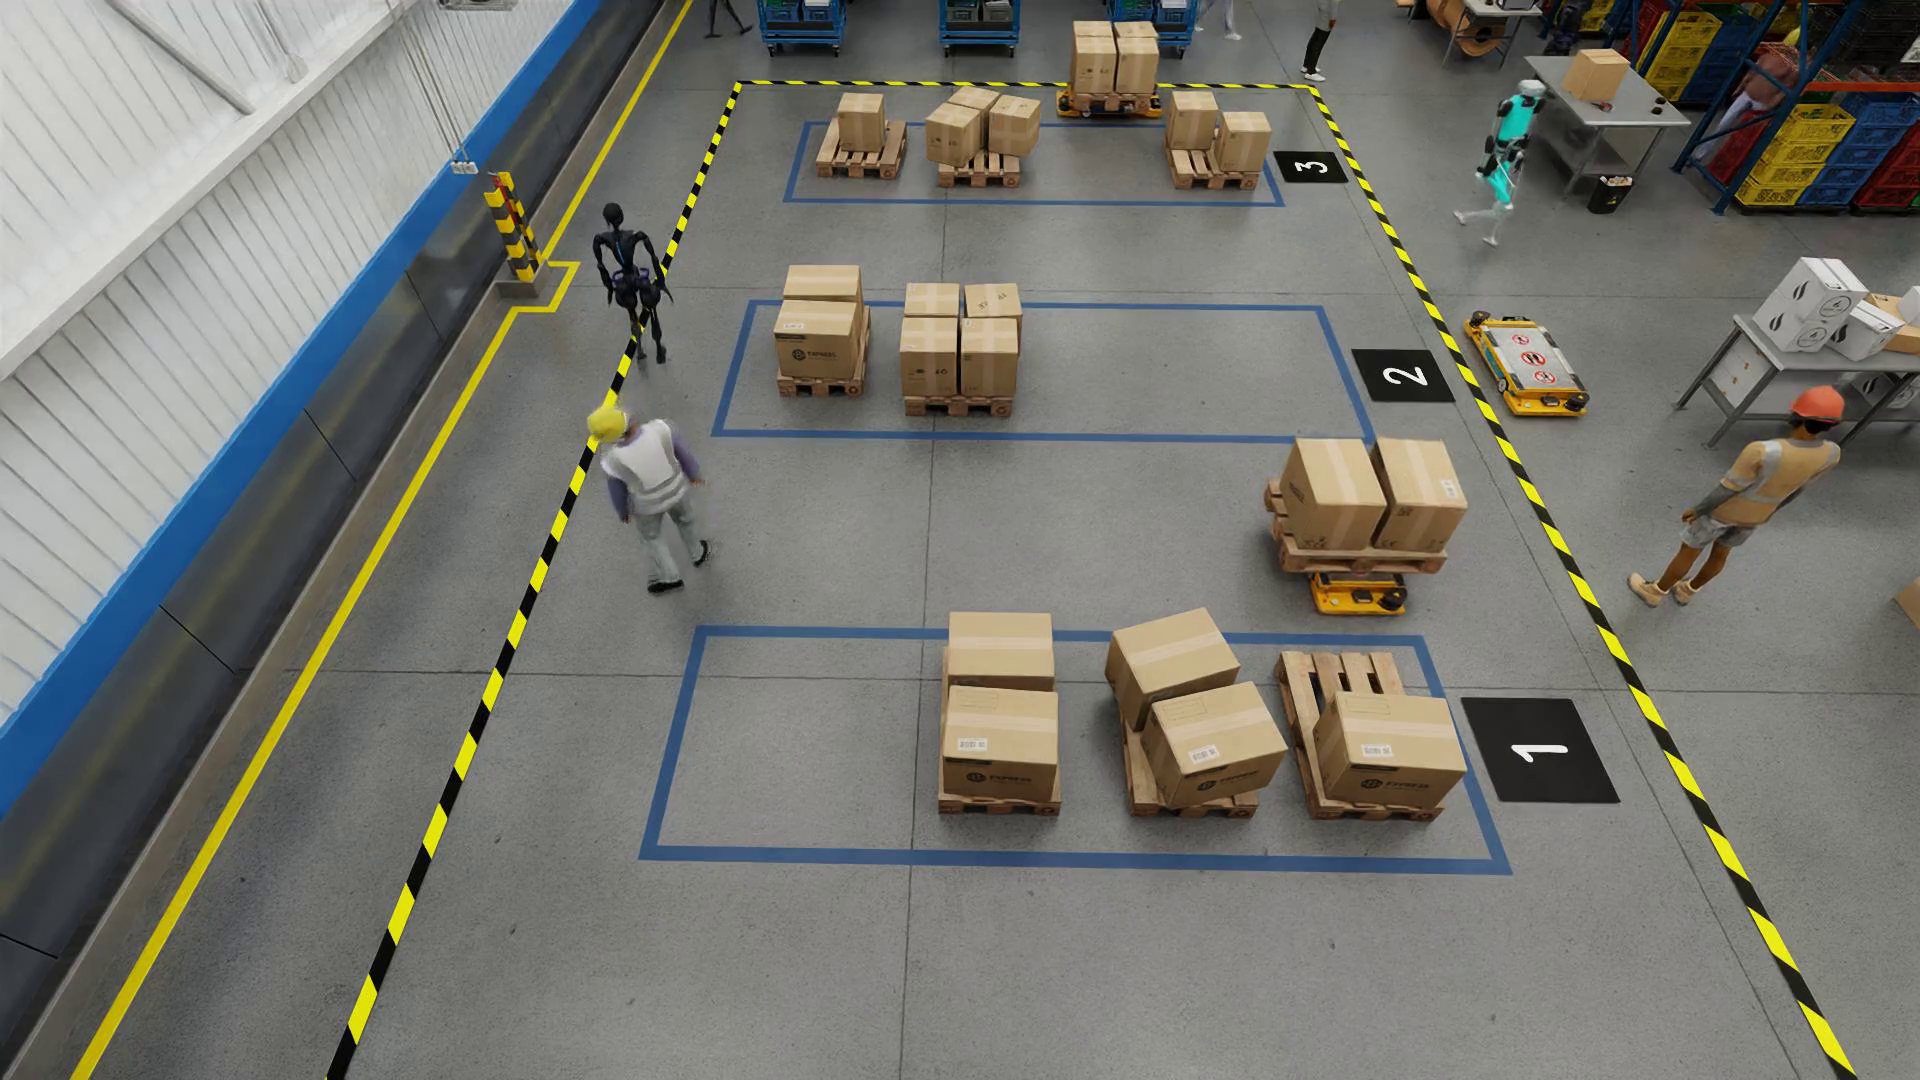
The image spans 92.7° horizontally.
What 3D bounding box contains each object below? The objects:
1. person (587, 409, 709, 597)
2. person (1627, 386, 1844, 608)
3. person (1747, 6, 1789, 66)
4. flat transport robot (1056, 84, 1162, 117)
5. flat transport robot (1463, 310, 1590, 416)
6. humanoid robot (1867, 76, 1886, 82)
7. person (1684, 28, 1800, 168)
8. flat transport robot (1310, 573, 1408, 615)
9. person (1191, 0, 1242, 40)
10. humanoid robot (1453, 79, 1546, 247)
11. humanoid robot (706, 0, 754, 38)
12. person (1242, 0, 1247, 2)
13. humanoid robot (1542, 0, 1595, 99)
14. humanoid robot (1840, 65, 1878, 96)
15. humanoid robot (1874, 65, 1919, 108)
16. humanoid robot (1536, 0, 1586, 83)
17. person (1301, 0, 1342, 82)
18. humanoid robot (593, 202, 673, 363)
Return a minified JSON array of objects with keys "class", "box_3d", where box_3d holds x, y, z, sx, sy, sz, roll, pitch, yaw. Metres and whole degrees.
[{"class":"person","box_3d":[-2.273,-0.324,6.820,0.689,1.783,0.406,-35,58,-26]},{"class":"person","box_3d":[5.560,-0.250,6.586,0.607,2.030,0.406,0,49,0]},{"class":"person","box_3d":[11.804,-7.688,13.128,0.329,1.873,0.513,1,49,1]},{"class":"flat transport robot","box_3d":[2.082,-6.202,12.883,1.431,0.197,0.652,1,49,1]},{"class":"flat transport robot","box_3d":[5.573,-1.757,9.054,0.659,0.231,1.431,1,49,1]},{"class":"humanoid robot","box_3d":[13.305,-7.169,12.790,0.532,1.828,0.699,-6,49,-5]},{"class":"person","box_3d":[9.697,-5.369,11.218,0.733,1.720,0.564,-28,55,-22]},{"class":"flat transport robot","box_3d":[3.133,-0.014,7.527,0.652,0.197,1.431,1,49,1]},{"class":"person","box_3d":[4.046,-8.666,14.084,0.875,1.698,0.490,11,50,9]},{"class":"humanoid robot","box_3d":[6.063,-4.040,10.093,0.540,1.752,1.047,-12,50,-10]},{"class":"humanoid robot","box_3d":[-3.698,-8.650,14.109,0.749,1.630,0.589,-19,52,-16]},{"class":"person","box_3d":[5.055,-9.874,15.044,0.966,1.820,0.556,-20,52,-16]},{"class":"humanoid robot","box_3d":[8.324,-6.891,12.560,0.339,1.654,0.600,37,58,28]},{"class":"humanoid robot","box_3d":[12.961,-6.988,12.654,0.543,1.865,0.656,-4,49,-3]},{"class":"humanoid robot","box_3d":[11.860,-5.727,11.603,0.779,1.637,0.612,16,51,14]},{"class":"humanoid robot","box_3d":[7.971,-6.608,12.315,0.345,1.650,0.587,32,56,25]},{"class":"person","box_3d":[5.273,-7.541,13.012,0.381,1.851,0.597,3,49,2]},{"class":"humanoid robot","box_3d":[-3.067,-2.382,8.662,0.610,1.642,0.375,-7,49,-6]}]
